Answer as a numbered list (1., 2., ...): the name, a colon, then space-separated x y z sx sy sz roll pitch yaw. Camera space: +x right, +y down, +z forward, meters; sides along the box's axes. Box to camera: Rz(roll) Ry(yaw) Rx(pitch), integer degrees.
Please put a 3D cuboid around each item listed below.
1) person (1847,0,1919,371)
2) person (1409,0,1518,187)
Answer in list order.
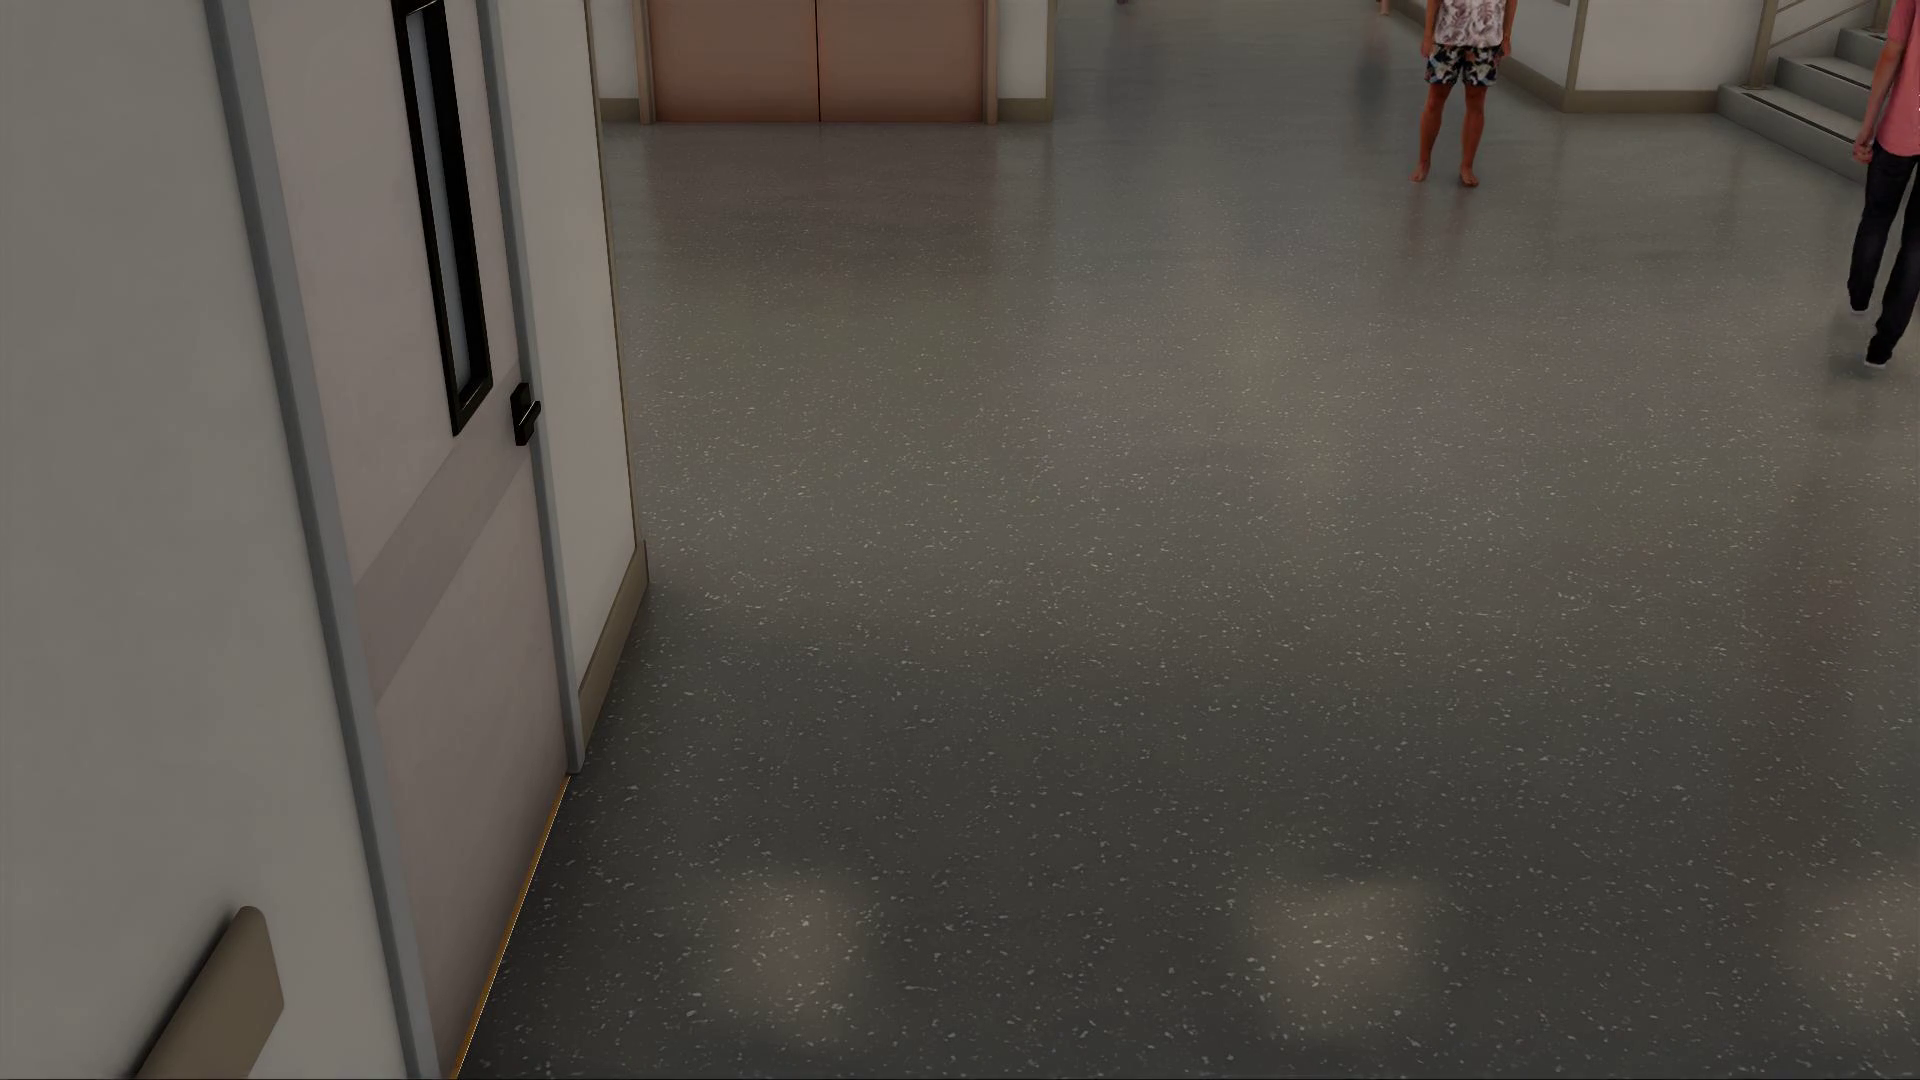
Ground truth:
1. person: 4.023 -1.642 6.927 1.247 1.909 1.118 13 29 25
2. person: 3.057 -3.084 10.021 0.577 1.818 0.784 5 26 11
